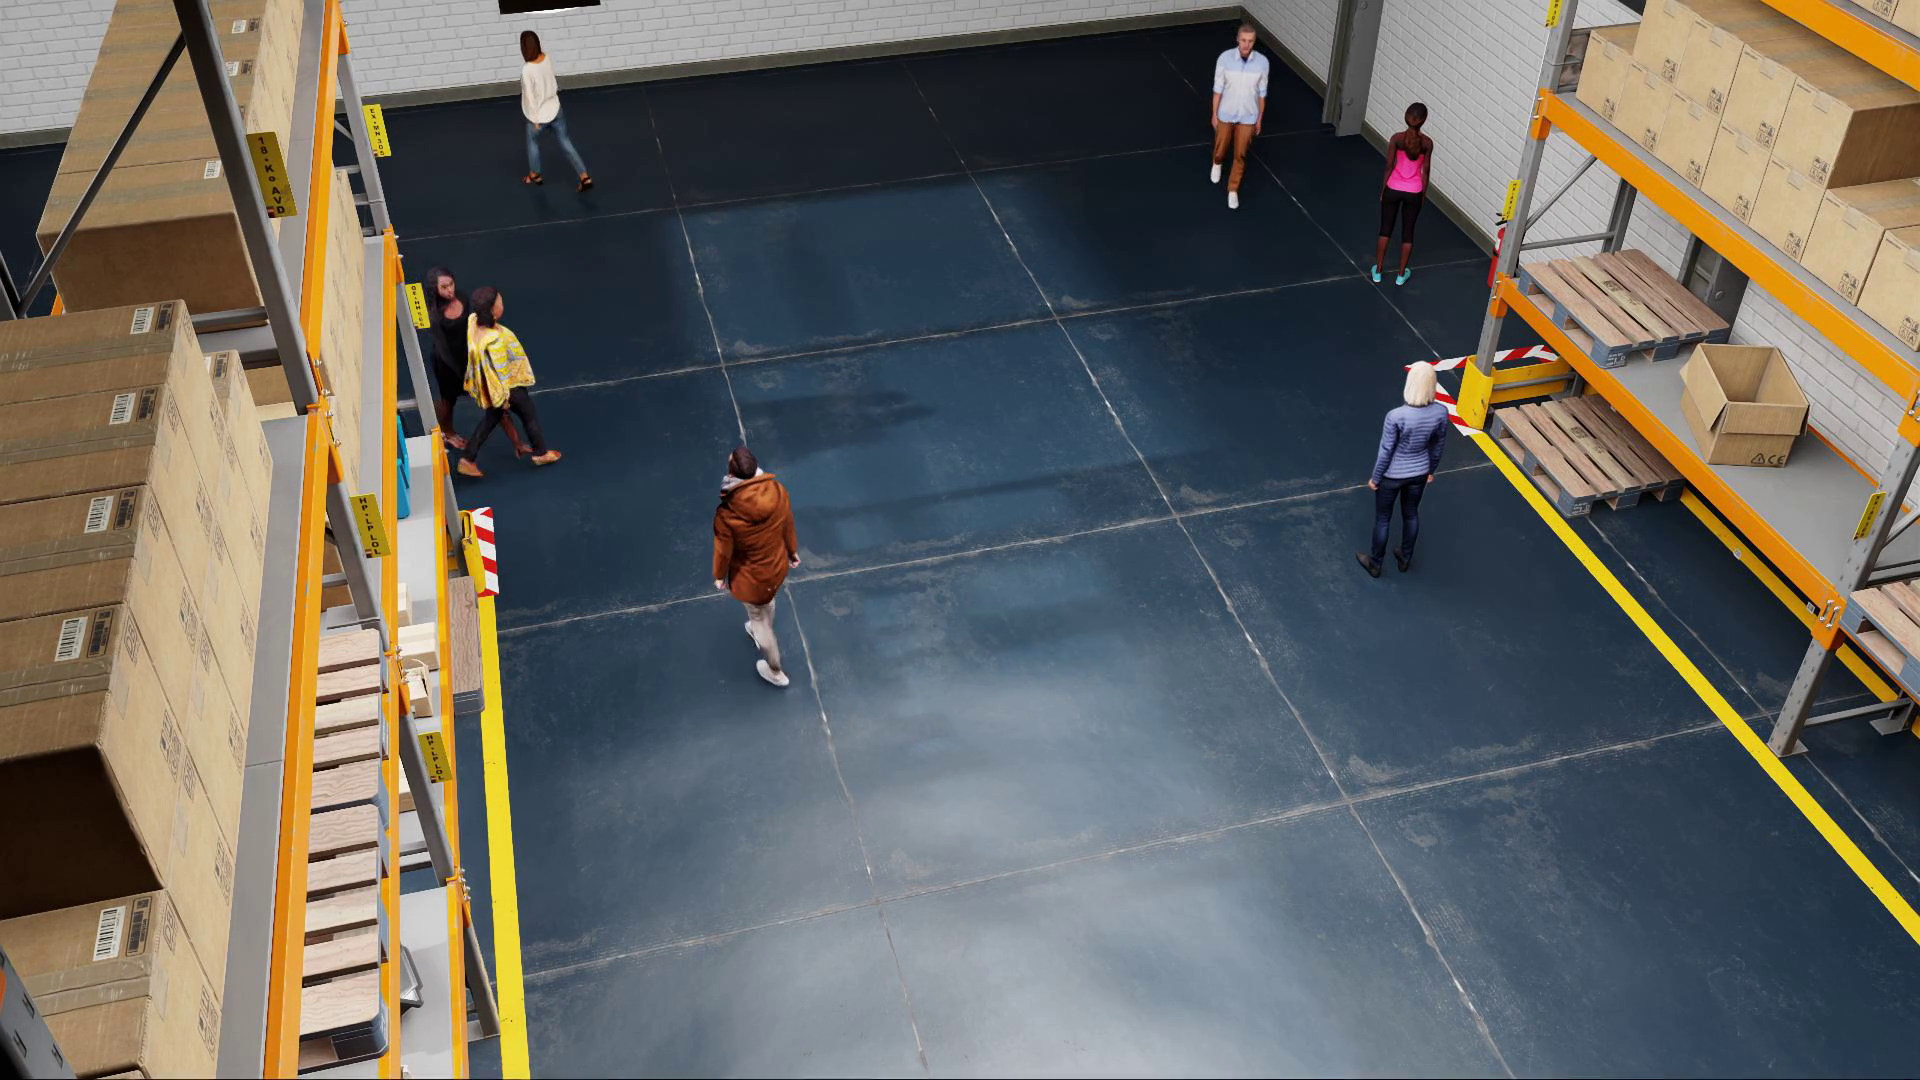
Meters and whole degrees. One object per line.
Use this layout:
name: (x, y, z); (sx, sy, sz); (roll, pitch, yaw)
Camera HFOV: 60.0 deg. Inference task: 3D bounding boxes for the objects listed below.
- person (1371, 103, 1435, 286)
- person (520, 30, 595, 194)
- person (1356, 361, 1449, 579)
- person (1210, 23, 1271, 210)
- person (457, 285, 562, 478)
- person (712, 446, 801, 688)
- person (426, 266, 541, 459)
person: (3.965, -3.099, 14.883); (0.653, 1.723, 0.696); (12, 40, 14)
person: (-3.979, -4.142, 16.256); (1.137, 1.638, 1.061); (21, 43, 24)
person: (3.096, -0.485, 11.593); (0.650, 1.744, 0.519); (-9, 39, -11)
person: (2.687, -4.166, 16.145); (0.855, 1.814, 0.981); (3, 39, 3)
person: (-3.546, -1.136, 12.506); (1.008, 1.621, 1.046); (-27, 46, -30)
person: (-1.242, 0.215, 10.657); (0.933, 1.817, 1.018); (-30, 48, -32)
person: (-3.914, -1.334, 12.712); (1.183, 1.674, 1.122); (19, 42, 22)
